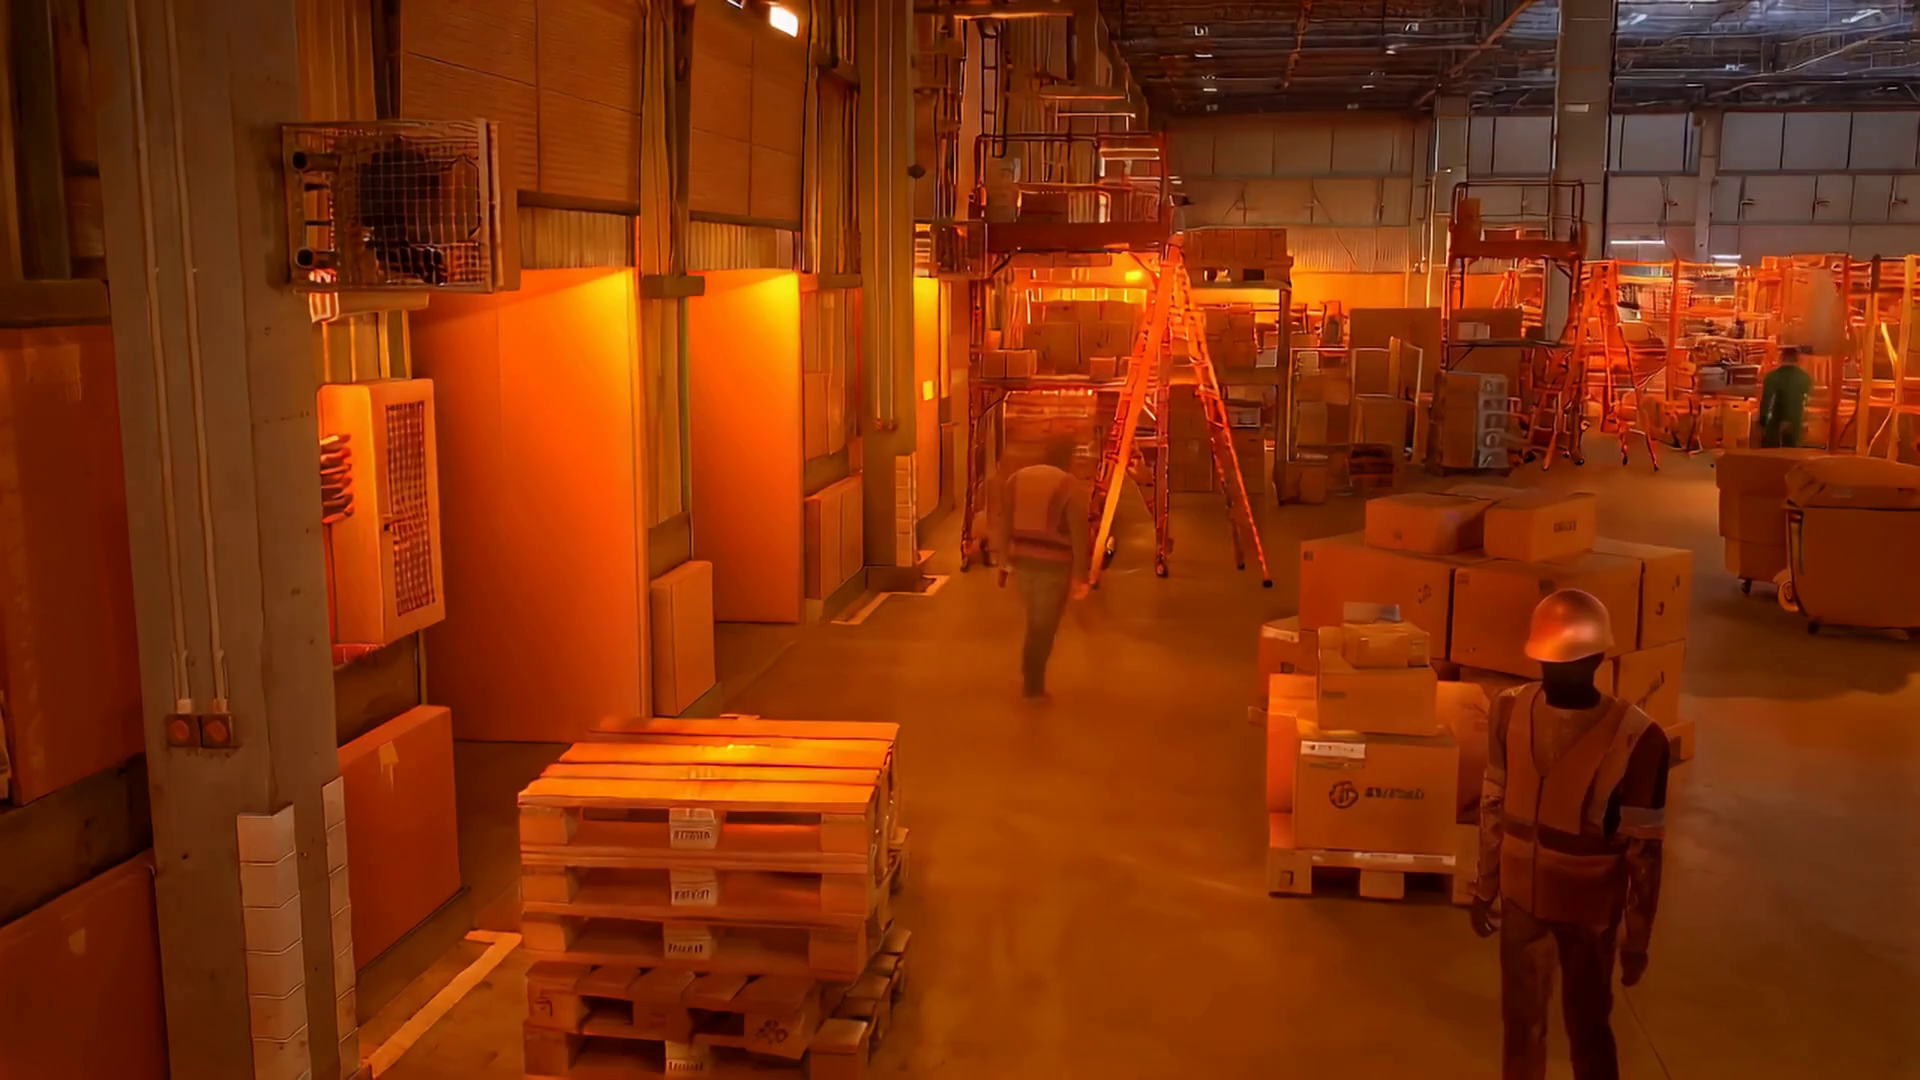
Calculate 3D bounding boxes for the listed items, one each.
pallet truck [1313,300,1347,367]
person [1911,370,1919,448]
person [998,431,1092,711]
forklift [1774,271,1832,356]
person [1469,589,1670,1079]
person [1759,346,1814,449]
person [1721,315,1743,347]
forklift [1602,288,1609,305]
[{"bbox_3d":[11.159,-6.200,49.718,0.823,1.965,1.885,4,10,26],"label":"pallet truck"},{"bbox_3d":[15.529,-2.335,26.696,0.325,1.736,0.490,5,11,29],"label":"person"},{"bbox_3d":[0.572,0.195,10.860,0.642,1.811,0.597,7,12,38],"label":"person"},{"bbox_3d":[19.697,-4.806,38.408,1.873,2.768,1.129,1,9,9],"label":"forklift"},{"bbox_3d":[1.817,1.086,5.044,0.391,1.918,0.588,-7,11,-36],"label":"person"},{"bbox_3d":[10.443,-1.516,21.159,0.640,1.883,0.974,1,9,8],"label":"person"},{"bbox_3d":[20.357,-5.094,43.857,0.539,1.681,0.498,3,10,16],"label":"person"},{"bbox_3d":[16.909,-5.777,44.396,1.129,2.768,1.873,-5,10,-28],"label":"forklift"}]
